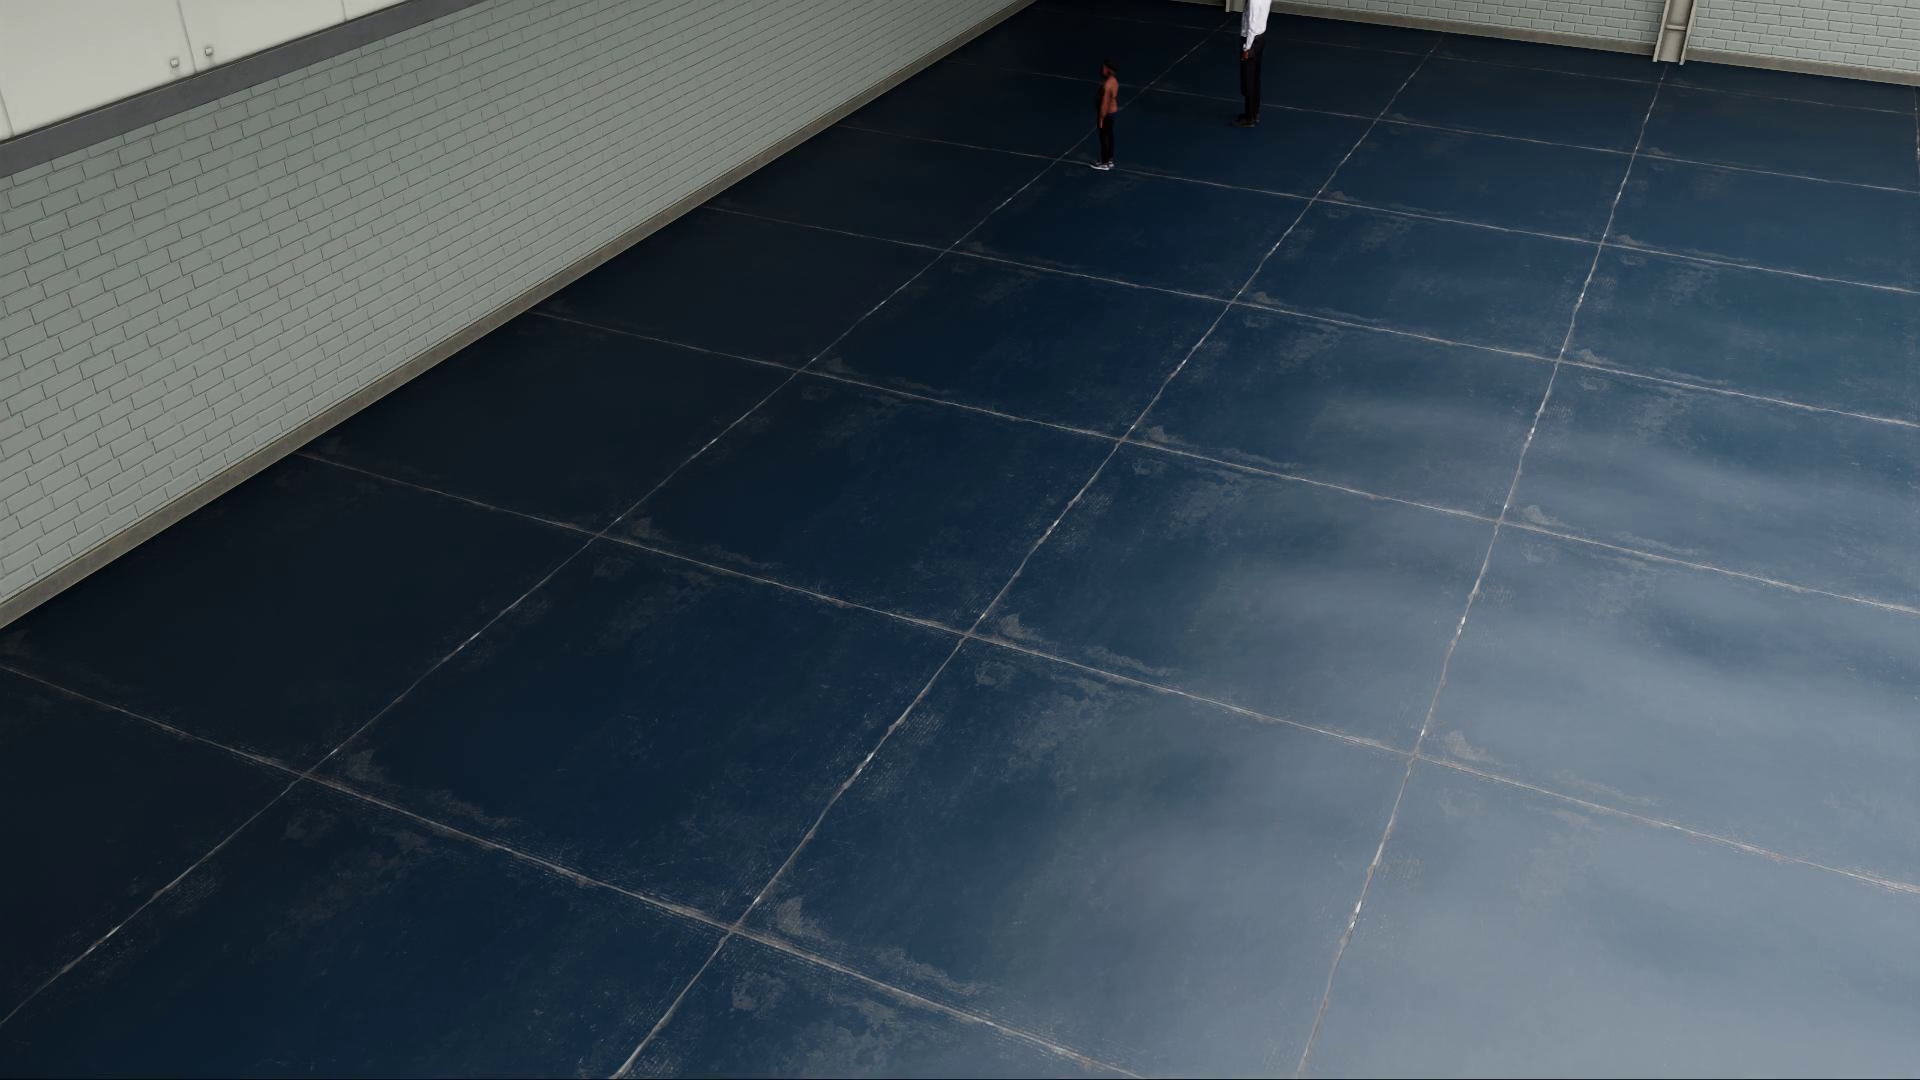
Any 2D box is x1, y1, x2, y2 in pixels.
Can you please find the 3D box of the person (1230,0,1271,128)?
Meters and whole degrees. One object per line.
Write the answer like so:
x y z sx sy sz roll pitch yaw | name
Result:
3.477 -5.852 19.773 0.536 1.834 0.653 16 36 24 | person

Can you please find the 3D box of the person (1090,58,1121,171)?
1.666 -4.782 18.620 0.488 1.254 0.527 12 34 18 | person
